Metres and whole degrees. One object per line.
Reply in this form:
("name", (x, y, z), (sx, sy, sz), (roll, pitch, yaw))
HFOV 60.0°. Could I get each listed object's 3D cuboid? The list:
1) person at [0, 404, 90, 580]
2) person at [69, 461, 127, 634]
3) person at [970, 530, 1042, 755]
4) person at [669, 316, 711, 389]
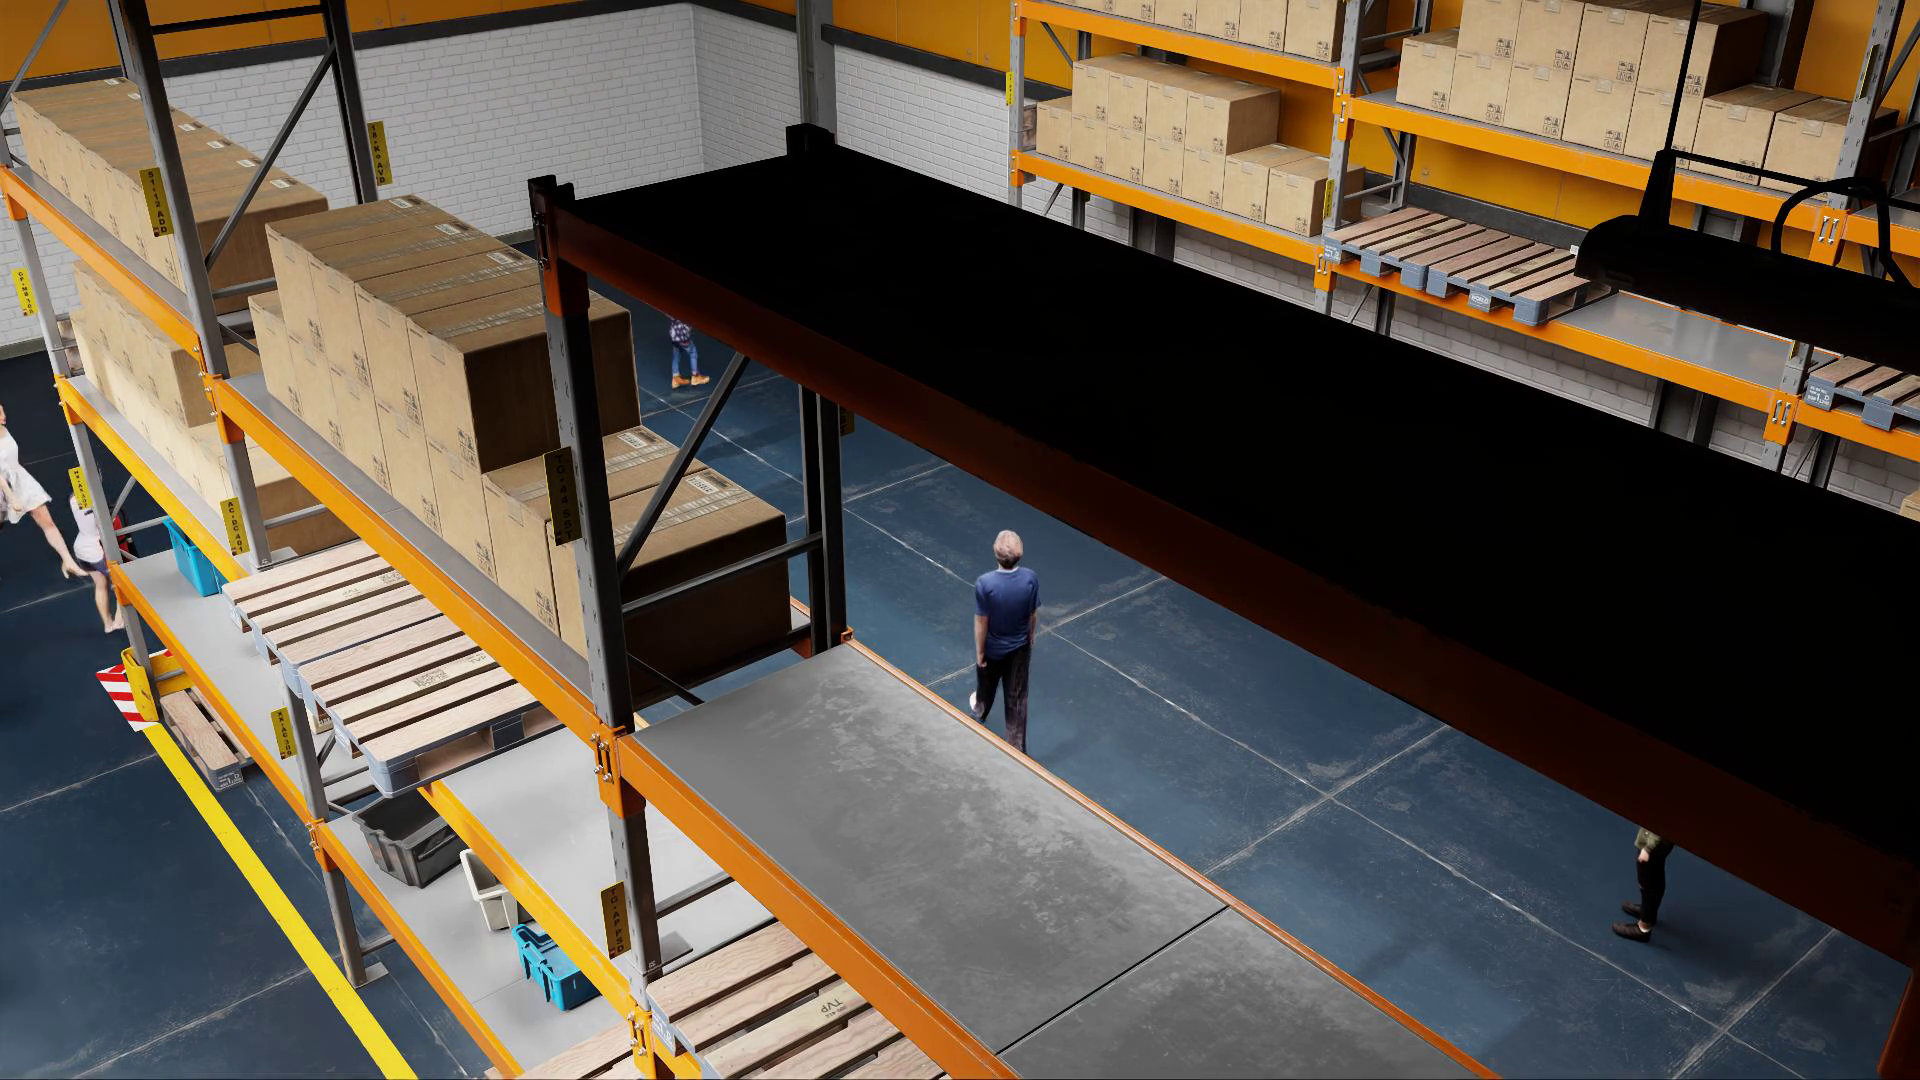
("person", (-8.266, -0.360, 14.295), (1.191, 1.720, 1.165), (1, 29, 3))
("person", (-7.113, 0.101, 13.627), (0.643, 1.552, 0.743), (10, 30, 18))
("person", (0.360, 0.846, 11.984), (1.017, 1.816, 1.270), (-7, 29, -12))
("person", (-3.109, -2.249, 18.265), (0.556, 1.236, 0.571), (-22, 35, -34))
